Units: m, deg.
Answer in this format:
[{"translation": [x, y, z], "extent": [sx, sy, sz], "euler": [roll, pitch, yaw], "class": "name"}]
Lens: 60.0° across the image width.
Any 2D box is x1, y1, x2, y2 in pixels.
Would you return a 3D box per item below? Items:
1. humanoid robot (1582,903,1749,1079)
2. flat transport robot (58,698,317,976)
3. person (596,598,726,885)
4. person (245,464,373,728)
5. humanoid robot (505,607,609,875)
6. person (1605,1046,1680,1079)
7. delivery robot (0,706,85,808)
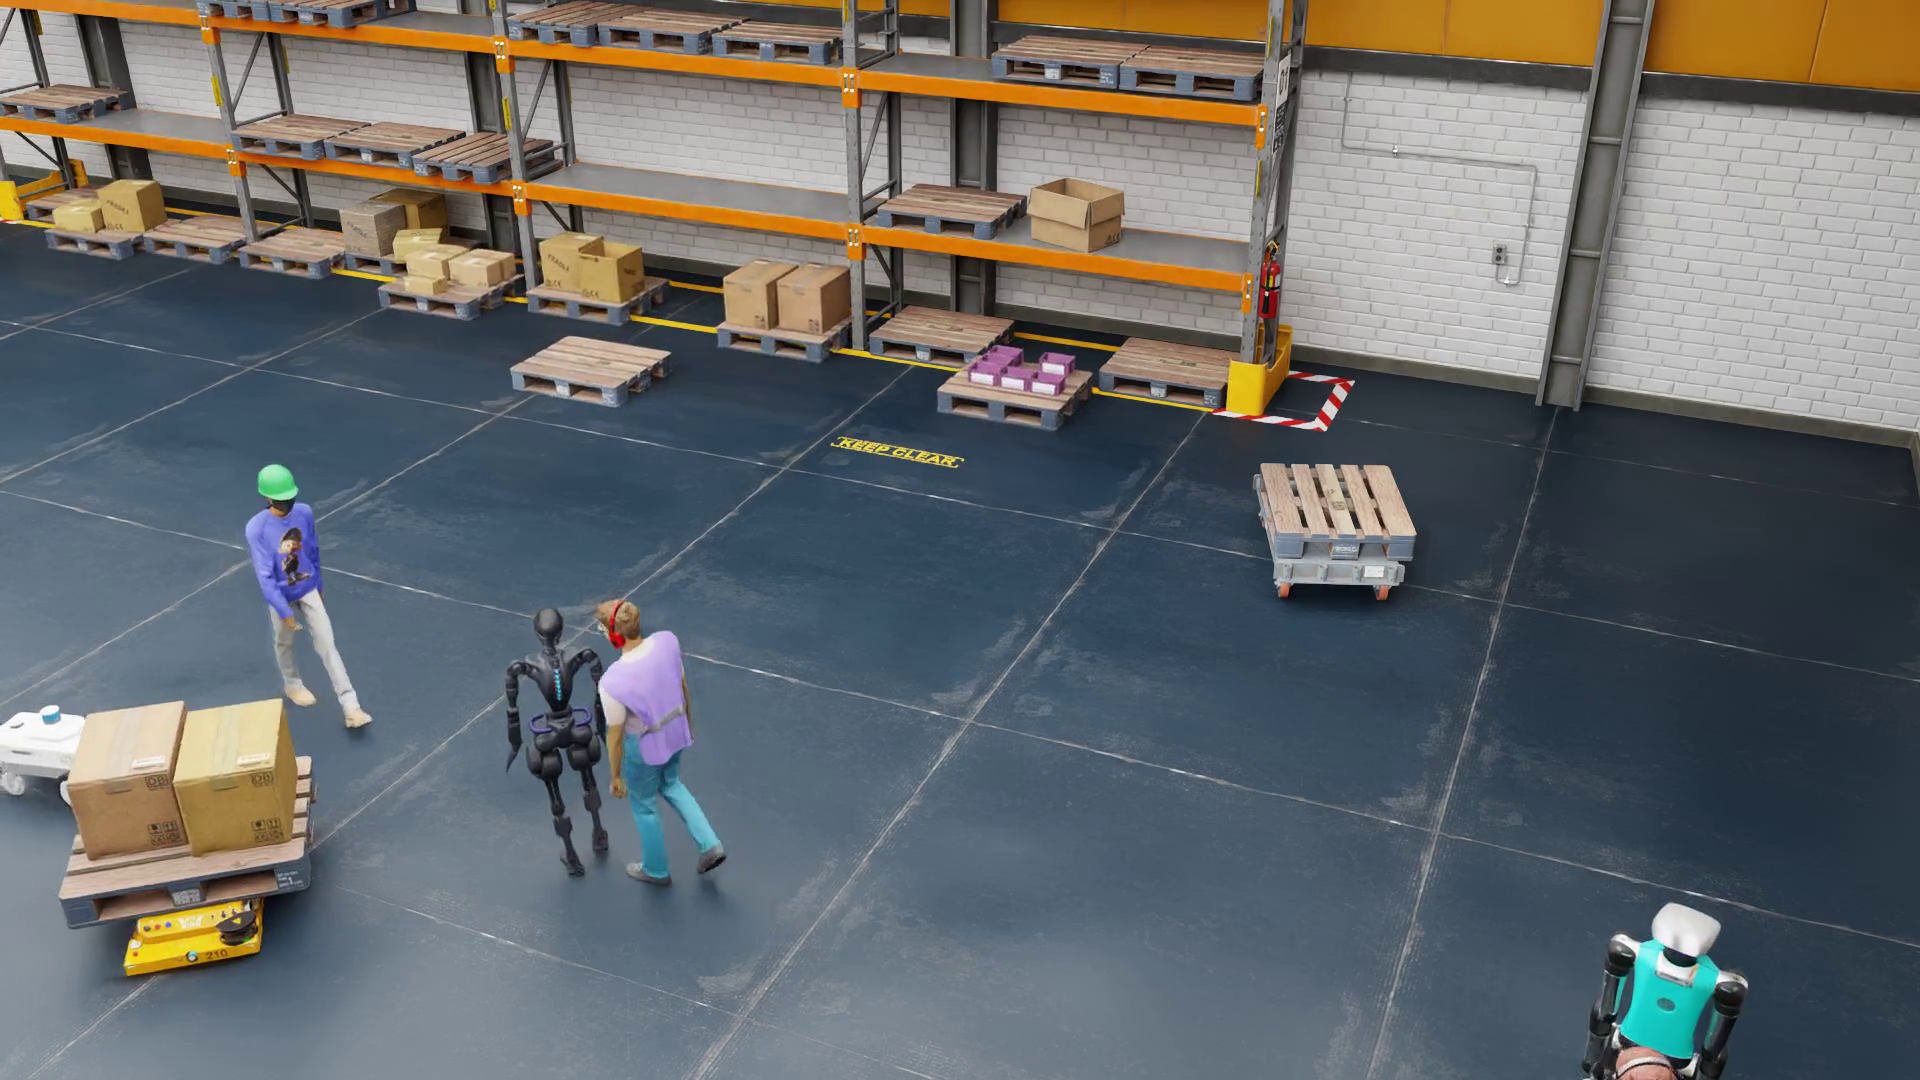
[{"translation": [2.947, 2.212, 7.068], "extent": [0.537, 1.817, 0.653], "euler": [15, 31, 27], "class": "humanoid robot"}, {"translation": [-4.242, 1.857, 9.332], "extent": [0.659, 0.231, 1.431], "euler": [-8, 28, -15], "class": "flat transport robot"}, {"translation": [-1.636, 1.141, 9.032], "extent": [0.527, 1.821, 0.614], "euler": [16, 31, 28], "class": "person"}, {"translation": [-4.193, 0.354, 10.554], "extent": [0.961, 1.813, 0.452], "euler": [25, 36, 39], "class": "person"}, {"translation": [-2.235, 1.110, 9.243], "extent": [0.603, 1.654, 0.325], "euler": [-11, 29, -20], "class": "humanoid robot"}, {"translation": [2.327, 2.527, 6.292], "extent": [0.673, 1.878, 0.750], "euler": [-10, 29, -19], "class": "person"}, {"translation": [-5.457, 1.289, 10.125], "extent": [0.802, 0.600, 0.499], "euler": [5, 28, 9], "class": "delivery robot"}]
